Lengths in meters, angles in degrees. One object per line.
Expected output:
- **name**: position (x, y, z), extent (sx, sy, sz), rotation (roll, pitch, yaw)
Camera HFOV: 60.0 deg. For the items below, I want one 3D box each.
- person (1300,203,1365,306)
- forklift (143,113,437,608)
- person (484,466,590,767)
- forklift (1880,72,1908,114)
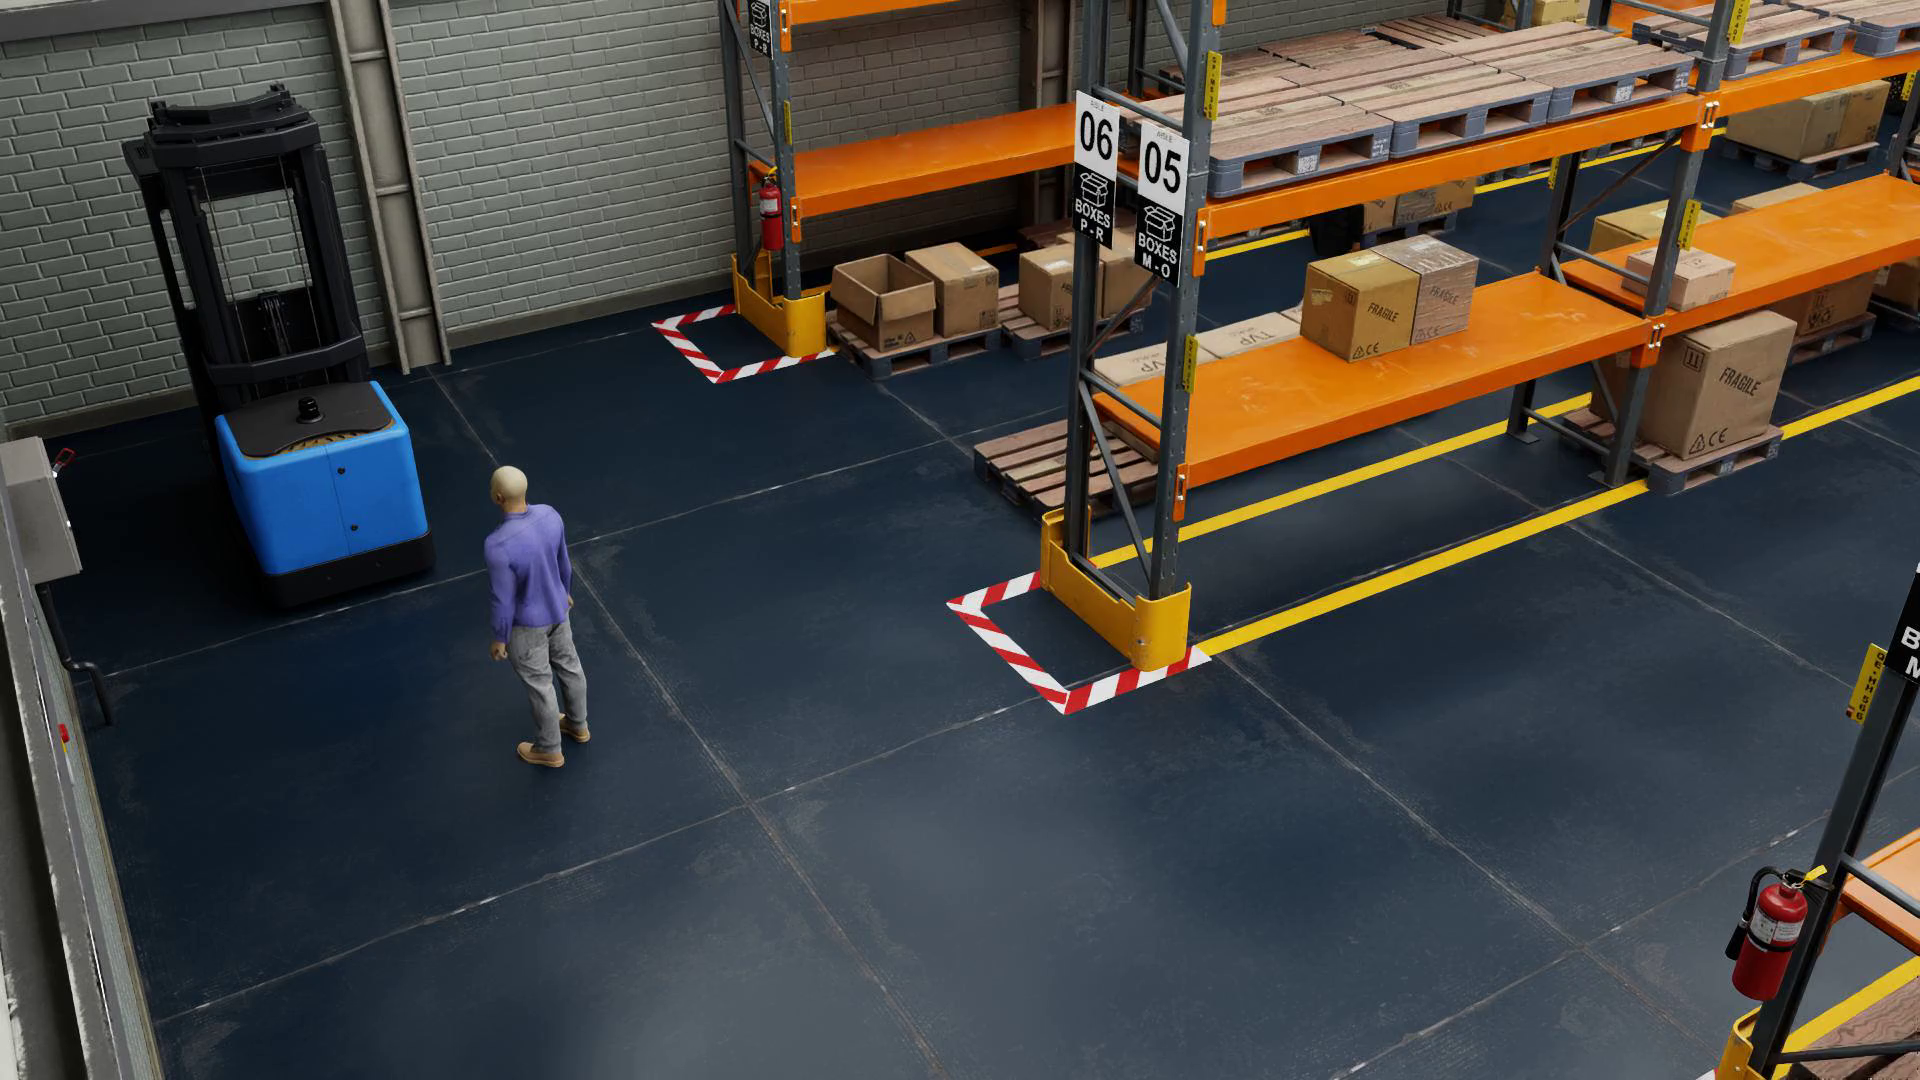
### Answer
- **person**: position (3.018, -2.518, 13.532), extent (0.762, 1.831, 0.538), rotation (-18, 36, -26)
- **forklift**: position (-4.289, -1.259, 10.509), extent (1.129, 2.768, 1.873), rotation (-17, 36, -26)
- **person**: position (-2.243, 0.417, 8.812), extent (0.401, 1.799, 0.595), rotation (17, 36, 26)
- **forklift**: position (11.468, -5.645, 18.244), extent (1.214, 2.155, 2.313), rotation (-17, 36, -26)
